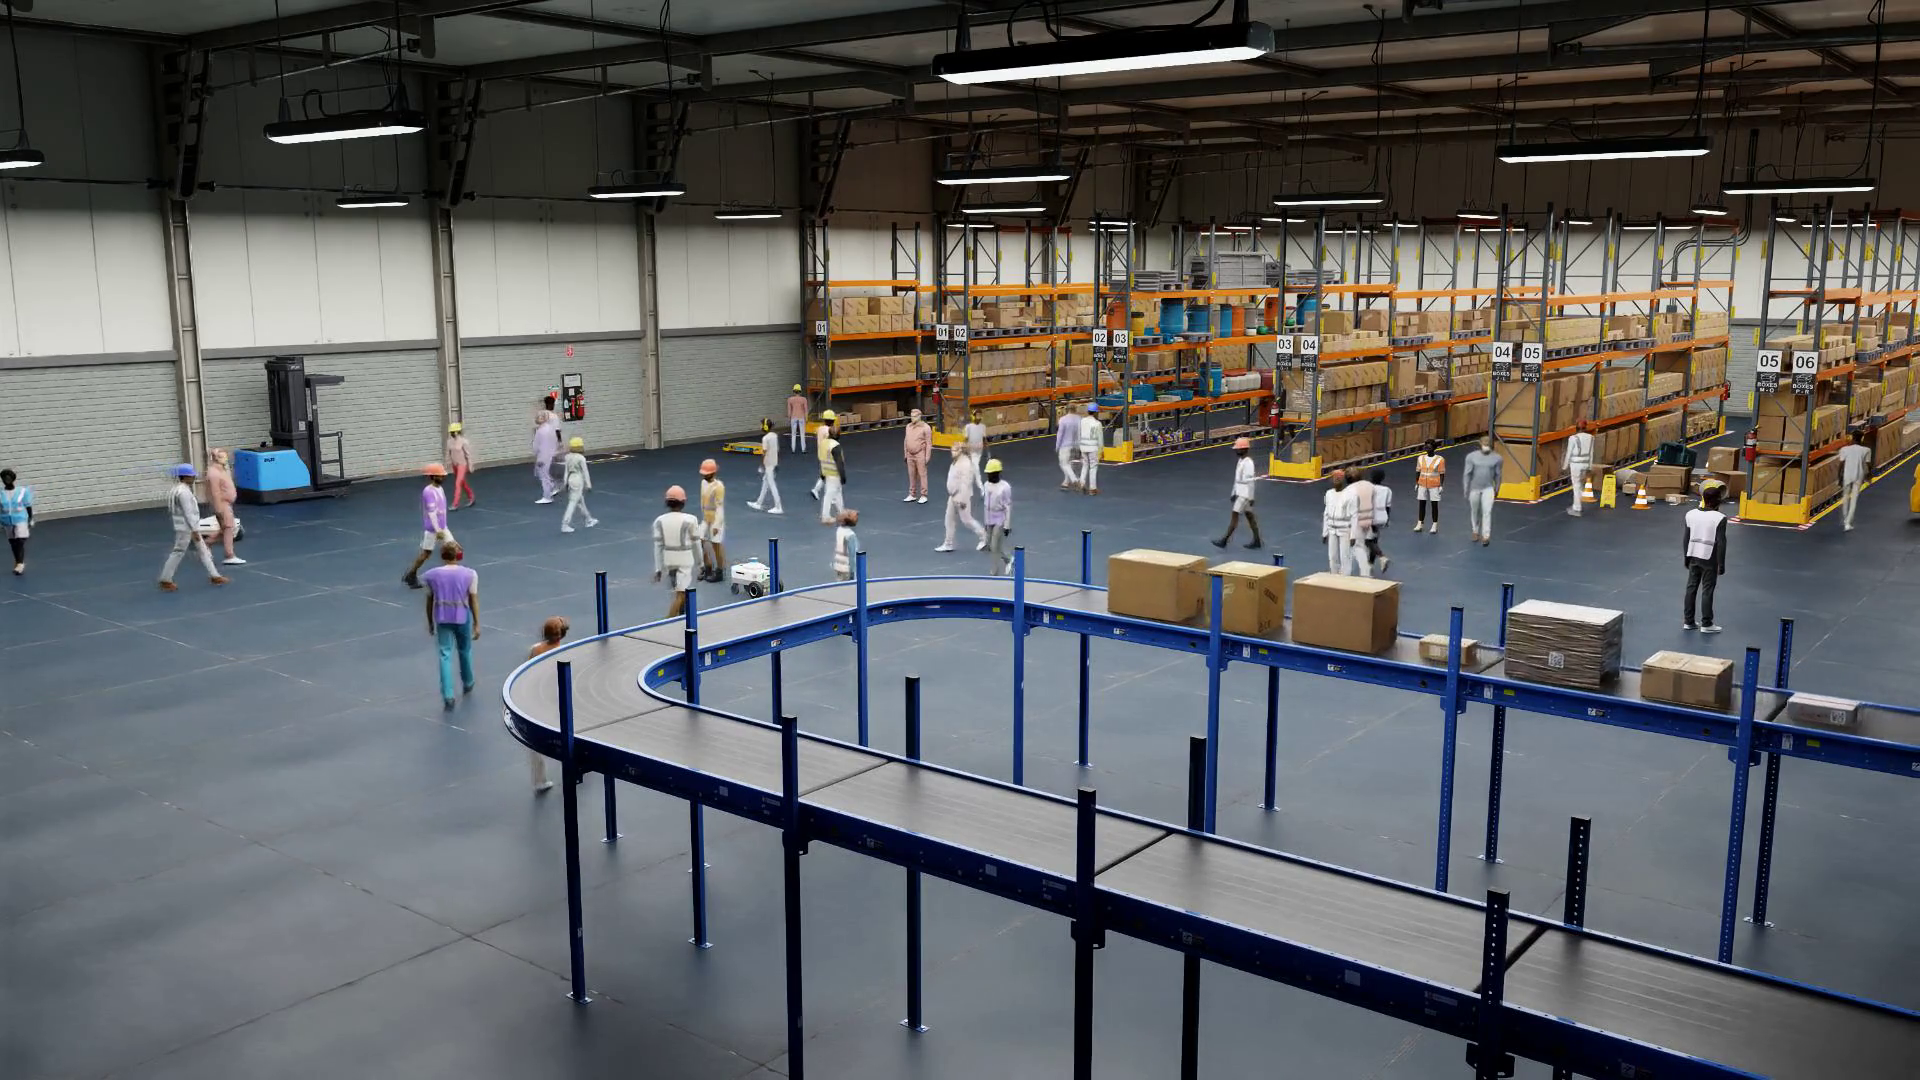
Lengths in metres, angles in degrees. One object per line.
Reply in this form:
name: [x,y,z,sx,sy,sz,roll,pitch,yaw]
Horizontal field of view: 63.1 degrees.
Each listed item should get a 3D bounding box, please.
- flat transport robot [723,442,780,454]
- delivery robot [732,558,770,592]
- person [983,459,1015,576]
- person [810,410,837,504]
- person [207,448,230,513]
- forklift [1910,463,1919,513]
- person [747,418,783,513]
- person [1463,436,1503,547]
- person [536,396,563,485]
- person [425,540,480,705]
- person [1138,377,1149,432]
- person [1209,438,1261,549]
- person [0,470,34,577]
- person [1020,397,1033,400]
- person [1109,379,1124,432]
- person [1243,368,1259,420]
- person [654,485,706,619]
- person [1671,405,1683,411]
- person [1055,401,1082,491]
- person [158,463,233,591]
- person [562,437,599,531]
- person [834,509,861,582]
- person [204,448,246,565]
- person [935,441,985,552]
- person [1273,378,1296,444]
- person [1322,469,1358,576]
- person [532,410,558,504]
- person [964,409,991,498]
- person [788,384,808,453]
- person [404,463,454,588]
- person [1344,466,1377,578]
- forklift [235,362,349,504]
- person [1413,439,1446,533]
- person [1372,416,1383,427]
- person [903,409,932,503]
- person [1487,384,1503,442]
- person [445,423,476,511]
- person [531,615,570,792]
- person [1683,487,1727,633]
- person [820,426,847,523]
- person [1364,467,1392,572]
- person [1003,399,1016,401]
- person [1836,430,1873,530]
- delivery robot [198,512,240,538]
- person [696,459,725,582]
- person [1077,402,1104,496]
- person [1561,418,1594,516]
flat transport robot: [-5.364,-2.375,40.186,1.431,0.197,0.652,8,13,37]
delivery robot: [-3.017,0.503,22.928,0.707,0.478,0.477,8,13,37]
person: [0.600,-0.295,23.765,0.653,1.911,0.595,-8,13,-37]
person: [-2.694,-1.664,31.439,0.495,1.912,0.603,-6,12,-31]
person: [-13.022,-0.814,27.495,0.375,1.621,0.505,-9,14,-42]
forklift: [19.034,-1.348,28.998,2.313,2.155,1.214,8,13,37]
person: [-3.820,-1.448,30.476,0.862,1.834,0.564,3,11,18]
person: [9.034,-0.865,27.058,0.638,1.890,1.038,3,11,18]
person: [-8.995,-2.188,34.279,0.643,1.947,0.461,6,12,32]
person: [-5.627,0.896,17.378,0.581,1.799,0.955,-1,10,-8]
person: [5.177,-3.803,44.270,0.508,1.632,0.264,8,13,37]
person: [4.703,-0.787,26.559,0.969,1.887,0.565,0,10,-1]
person: [-14.733,-0.266,24.303,0.550,1.643,0.877,-3,11,-17]
person: [1.952,-4.341,46.476,0.665,1.922,0.564,-5,11,-28]
person: [4.166,-3.313,41.003,0.518,1.828,0.701,7,12,36]
person: [9.132,-4.543,48.520,0.498,1.599,0.824,10,14,44]
person: [-3.672,0.303,20.170,0.603,2.010,1.016,4,11,22]
person: [21.047,-4.208,45.691,0.505,1.943,0.669,0,10,2]
person: [2.356,-1.971,33.194,0.659,1.918,0.724,-7,13,-36]
person: [-11.479,-0.195,23.243,1.017,1.896,0.637,-4,11,-23]
person: [-6.941,-1.022,28.446,0.501,1.691,0.921,7,12,35]
person: [-1.484,0.384,20.705,0.365,1.624,0.565,-6,12,-29]
person: [-11.936,-0.540,25.191,0.616,1.889,0.649,-3,10,-14]
person: [0.055,-0.730,26.310,0.884,1.877,0.651,-4,11,-21]
person: [8.795,-3.609,42.155,0.692,2.000,0.840,3,11,18]
person: [5.577,-0.102,22.814,0.457,1.870,0.623,-7,12,-33]
person: [-8.426,-1.670,31.557,0.422,1.893,0.645,-3,10,-14]
person: [0.375,-1.796,32.435,0.527,1.822,0.978,-7,12,-35]
person: [-4.129,-3.090,39.877,0.527,1.772,0.305,1,10,3]
person: [-7.863,-0.213,23.354,0.980,1.898,0.546,2,10,8]
person: [5.941,-0.230,23.711,0.652,1.795,0.896,-7,12,-34]
forklift: [-13.803,-2.244,32.110,1.129,2.768,1.873,8,13,37]
person: [8.454,-0.977,28.184,0.541,1.695,0.316,8,13,37]
person: [11.068,-3.506,41.556,0.616,2.017,0.860,7,13,36]
person: [-0.885,-1.702,31.682,0.651,1.906,0.402,8,13,37]
person: [13.578,-3.032,39.433,0.595,1.808,0.613,10,14,43]
person: [-9.880,-1.476,30.928,0.537,1.723,0.894,4,11,24]
person: [-3.736,1.488,14.604,0.516,1.595,0.855,2,10,13]
person: [9.821,0.252,20.659,0.398,1.915,0.588,-5,11,-27]
person: [-2.276,-1.243,29.366,0.852,1.807,0.666,-5,11,-28]
person: [6.524,-0.299,24.419,0.539,1.672,0.650,-5,11,-25]
person: [1.529,-4.520,47.803,0.591,1.812,0.605,-9,13,-40]
person: [16.357,-1.106,28.593,0.537,1.815,0.994,9,13,41]
delivery robot: [-12.914,-0.251,27.171,0.707,0.478,0.477,0,10,1]
person: [-3.792,-0.286,23.705,0.555,1.905,0.588,-9,13,-41]
person: [2.736,-1.908,32.733,0.639,1.944,0.407,10,14,44]
person: [11.900,-1.416,30.181,0.583,1.883,0.430,-5,11,-25]
